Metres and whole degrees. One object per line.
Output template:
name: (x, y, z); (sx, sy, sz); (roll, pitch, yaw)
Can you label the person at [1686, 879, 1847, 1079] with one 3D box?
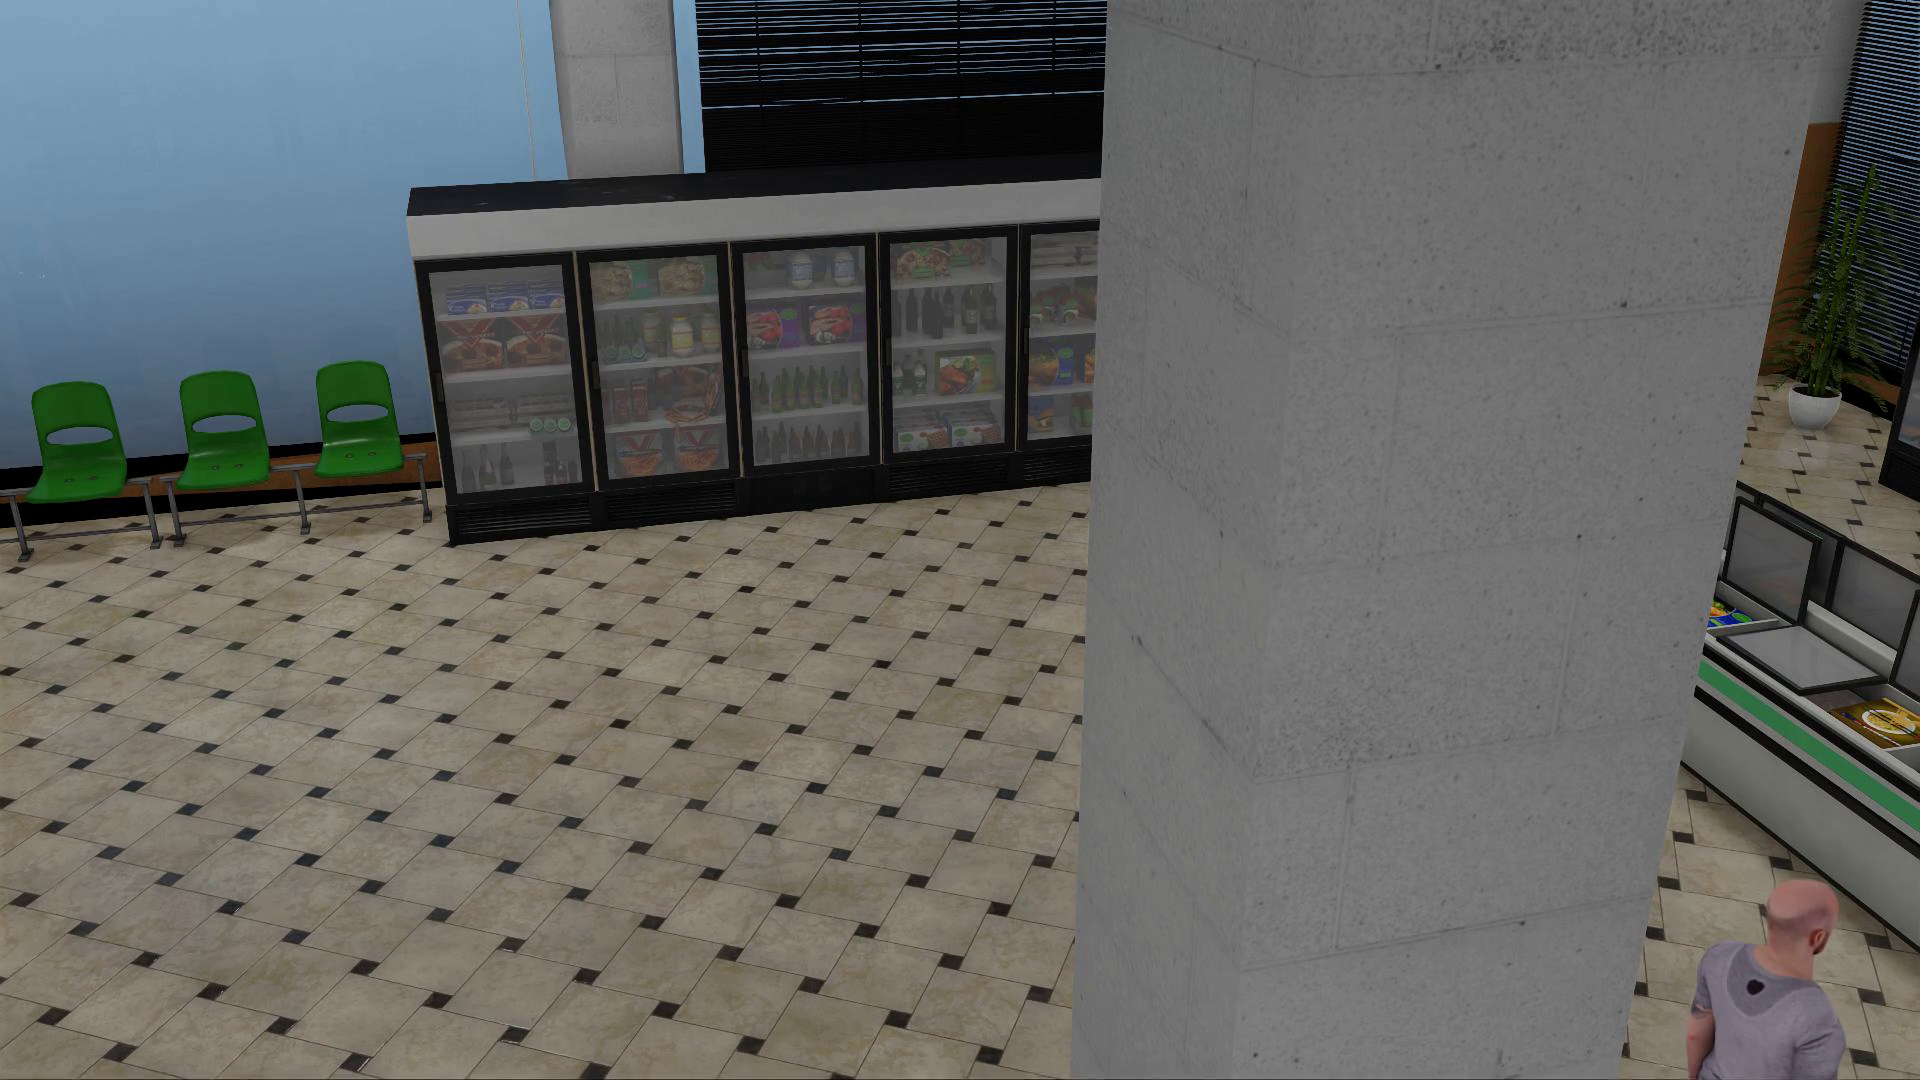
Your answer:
person: (2.432, 1.828, 5.131); (0.750, 1.838, 0.558); (-9, 25, -20)
